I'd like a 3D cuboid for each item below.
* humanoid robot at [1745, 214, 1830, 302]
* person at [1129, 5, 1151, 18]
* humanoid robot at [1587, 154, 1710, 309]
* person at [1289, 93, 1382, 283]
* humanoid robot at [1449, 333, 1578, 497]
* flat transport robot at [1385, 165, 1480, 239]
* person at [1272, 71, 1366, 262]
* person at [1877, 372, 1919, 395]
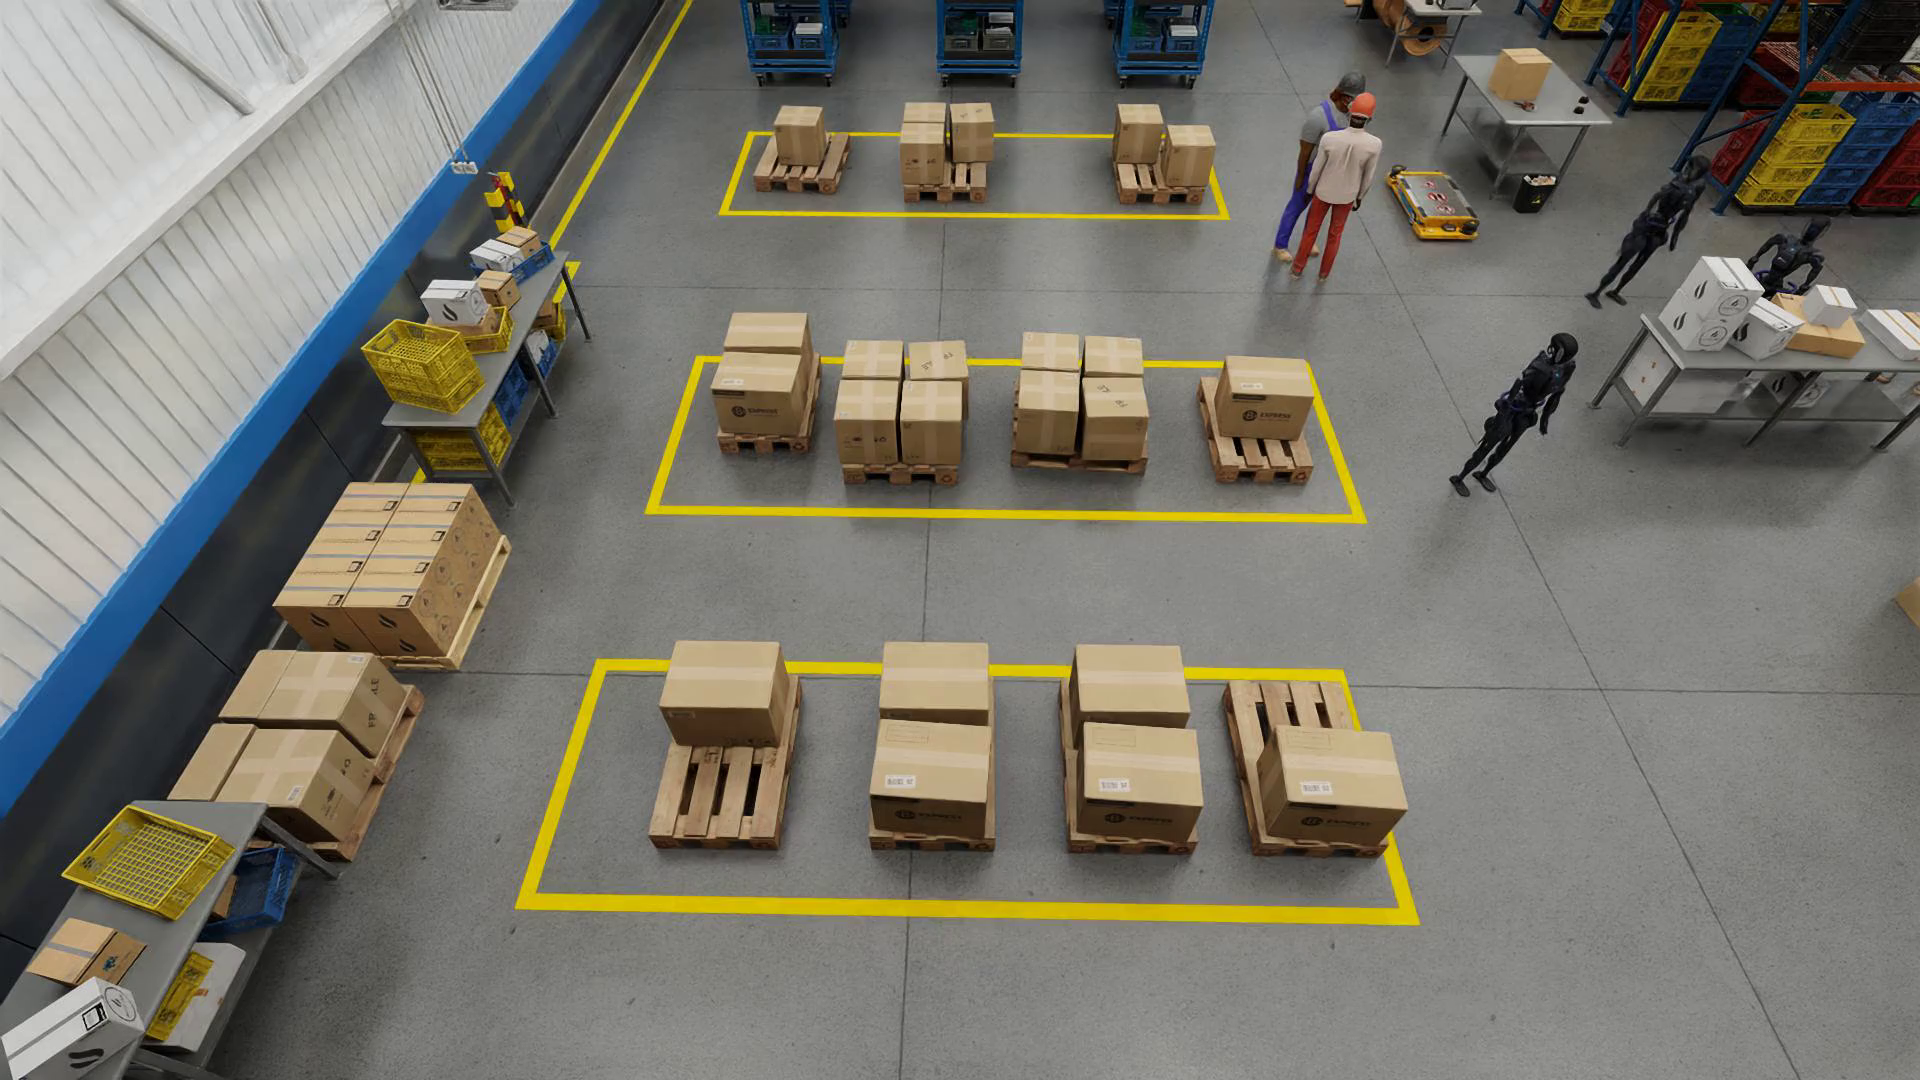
[{"bbox_3d":[7.464,-2.259,8.547,0.313,1.659,0.609,-19,52,-16],"label":"humanoid robot"},{"bbox_3d":[2.661,-8.001,13.465,0.299,1.772,0.524,-15,51,-12],"label":"person"},{"bbox_3d":[7.005,-3.100,9.278,0.612,1.655,0.320,-9,50,-8],"label":"humanoid robot"},{"bbox_3d":[3.897,-3.608,9.516,0.610,1.994,0.377,12,50,10],"label":"person"},{"bbox_3d":[4.543,-0.994,7.461,0.563,1.651,0.355,-14,51,-12],"label":"humanoid robot"},{"bbox_3d":[5.692,-4.094,11.059,0.652,0.197,1.431,1,49,1],"label":"flat transport robot"},{"bbox_3d":[3.900,-3.961,9.791,0.682,2.000,0.536,-16,51,-14],"label":"person"},{"bbox_3d":[9.321,-2.153,8.329,0.583,1.882,0.337,37,58,27],"label":"person"}]
